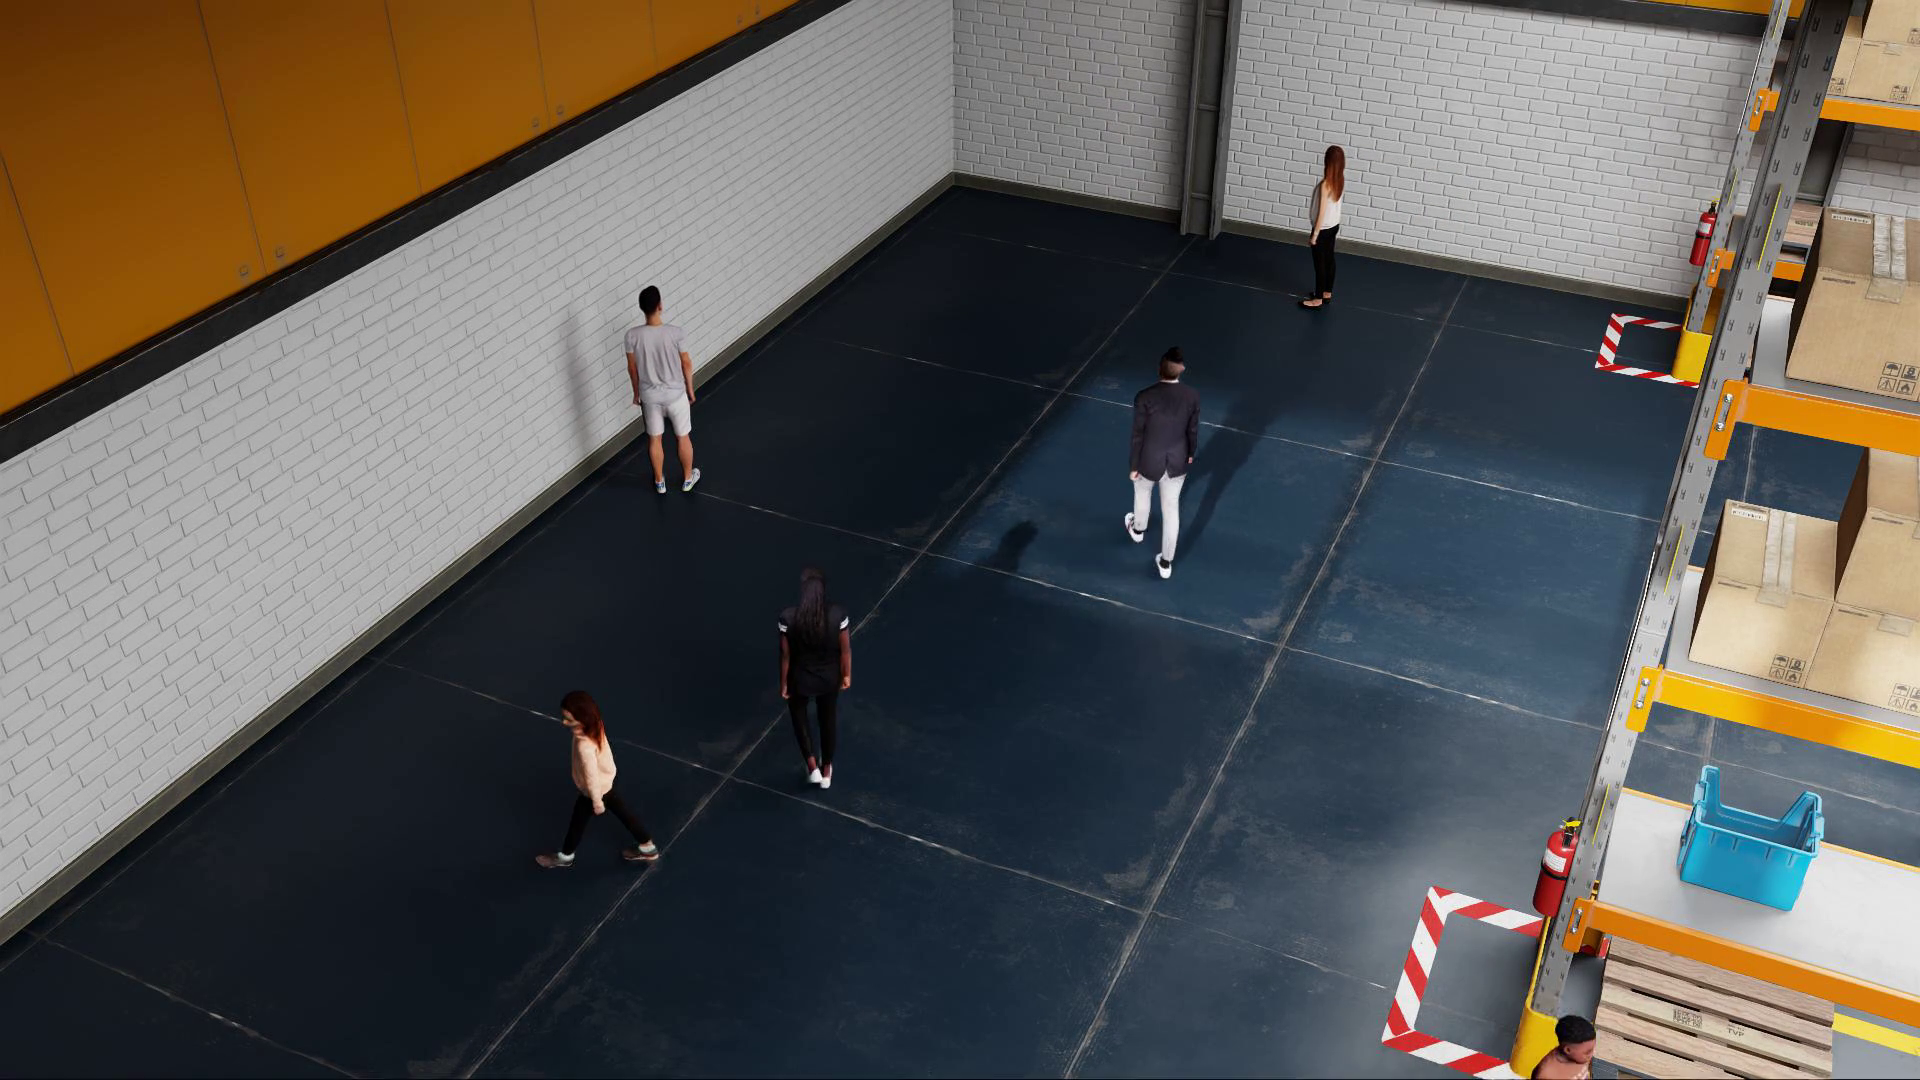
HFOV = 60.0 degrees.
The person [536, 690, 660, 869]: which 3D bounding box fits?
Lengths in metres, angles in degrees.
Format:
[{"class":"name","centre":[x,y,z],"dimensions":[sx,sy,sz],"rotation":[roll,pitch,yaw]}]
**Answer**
[{"class":"person","centre":[-2.158,1.482,10.141],"dimensions":[1.085,1.430,0.920],"rotation":[-3,34,-4]}]

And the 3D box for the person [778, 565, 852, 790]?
[{"class":"person","centre":[-0.926,0.942,10.691],"dimensions":[0.793,1.720,0.853],"rotation":[-6,34,-9]}]

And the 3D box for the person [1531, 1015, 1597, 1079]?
[{"class":"person","centre":[2.911,2.795,8.331],"dimensions":[0.598,1.247,0.619],"rotation":[-22,39,-29]}]

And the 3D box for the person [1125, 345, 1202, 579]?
[{"class":"person","centre":[1.584,-0.572,12.786],"dimensions":[1.120,1.922,1.099],"rotation":[-4,34,-6]}]

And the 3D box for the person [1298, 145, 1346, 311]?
[{"class":"person","centre":[3.718,-3.167,16.872],"dimensions":[0.572,1.722,0.612],"rotation":[24,40,31]}]

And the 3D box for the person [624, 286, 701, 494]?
[{"class":"person","centre":[-2.478,-1.233,13.848],"dimensions":[0.696,1.848,0.826],"rotation":[-2,34,-3]}]
